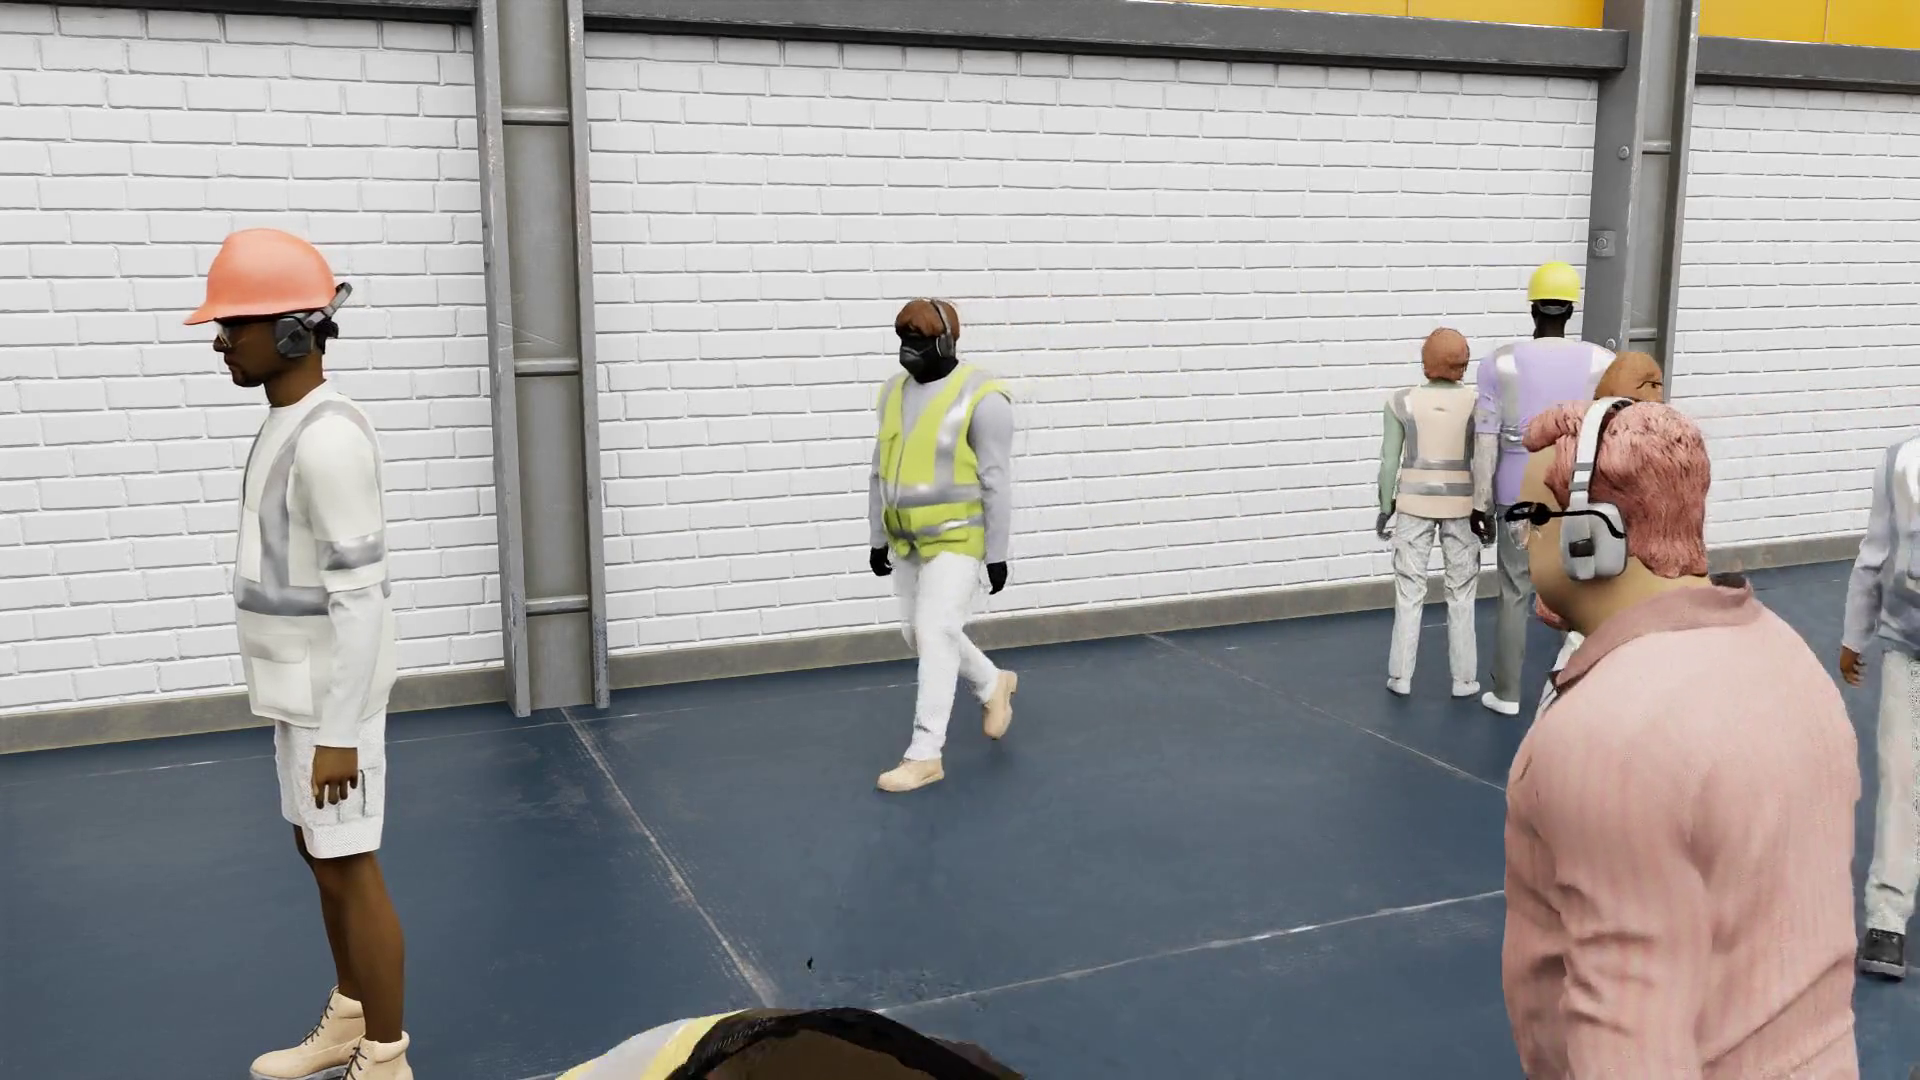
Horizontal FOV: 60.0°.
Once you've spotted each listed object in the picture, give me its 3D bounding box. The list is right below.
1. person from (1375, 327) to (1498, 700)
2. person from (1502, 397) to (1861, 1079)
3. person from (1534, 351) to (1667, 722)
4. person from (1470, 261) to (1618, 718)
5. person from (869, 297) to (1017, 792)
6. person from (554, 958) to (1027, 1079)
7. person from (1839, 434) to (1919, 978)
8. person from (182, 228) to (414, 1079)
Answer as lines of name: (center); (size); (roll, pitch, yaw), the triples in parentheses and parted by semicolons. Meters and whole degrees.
person: (2.095, -0.106, 7.311); (0.533, 1.634, 0.321); (3, 11, 16)
person: (0.931, 0.750, 2.062); (0.668, 1.839, 0.959); (-9, 14, -41)
person: (2.550, 0.089, 6.312); (0.842, 1.591, 0.518); (-1, 10, -5)
person: (2.449, -0.200, 7.019); (0.590, 1.926, 0.388); (2, 10, 9)
person: (-0.032, -0.009, 6.297); (0.783, 1.818, 0.630); (-10, 14, -44)
person: (-0.030, 0.945, 1.085); (0.627, 1.799, 0.957); (6, 12, 28)
person: (2.847, 0.299, 4.725); (0.625, 1.768, 0.926); (8, 13, 37)
person: (-1.471, 0.338, 3.734); (0.380, 2.040, 0.615); (-6, 12, -30)
